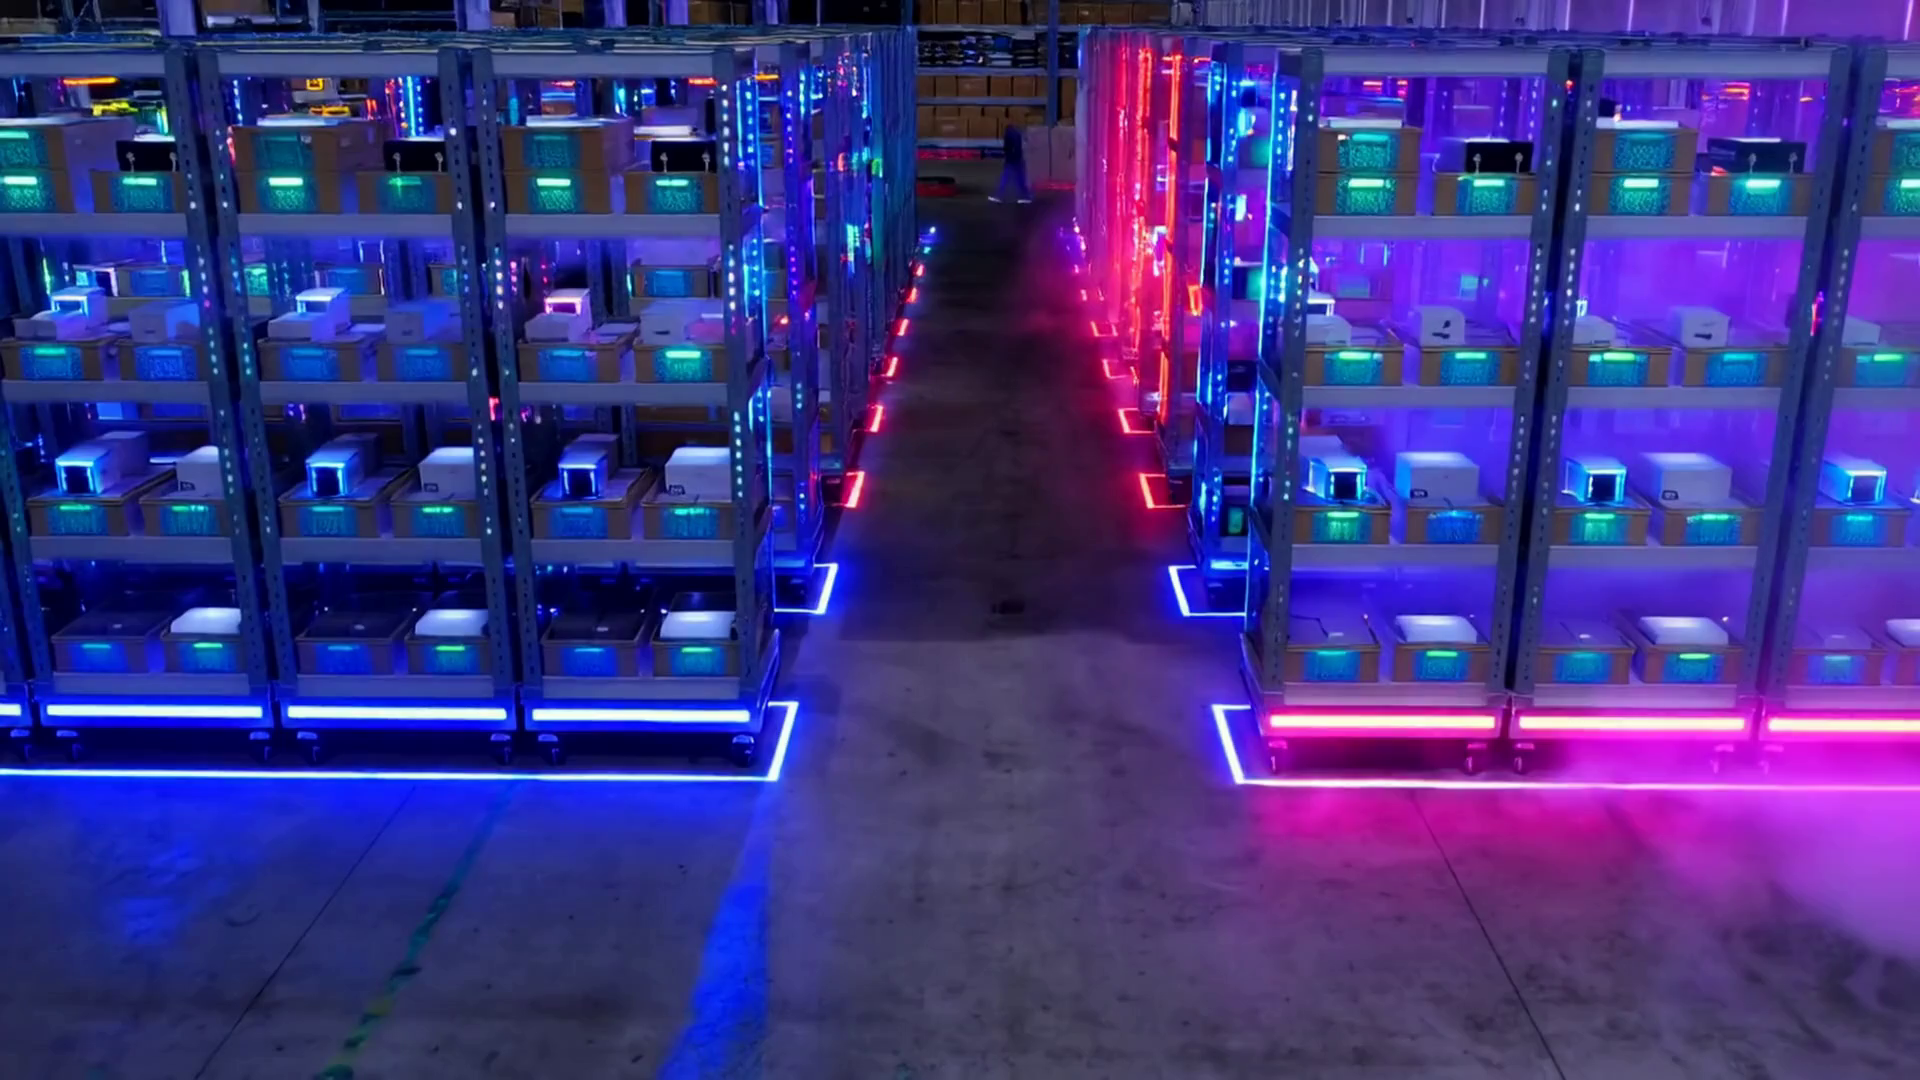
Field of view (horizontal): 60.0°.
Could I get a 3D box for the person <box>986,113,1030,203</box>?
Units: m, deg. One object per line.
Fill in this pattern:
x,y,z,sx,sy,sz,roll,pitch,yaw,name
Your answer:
1.016,-7.944,34.663,0.959,1.844,0.716,-1,17,-3,person

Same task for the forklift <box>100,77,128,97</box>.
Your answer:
-21.804,-11.148,43.166,1.873,2.768,1.129,0,17,1,forklift
